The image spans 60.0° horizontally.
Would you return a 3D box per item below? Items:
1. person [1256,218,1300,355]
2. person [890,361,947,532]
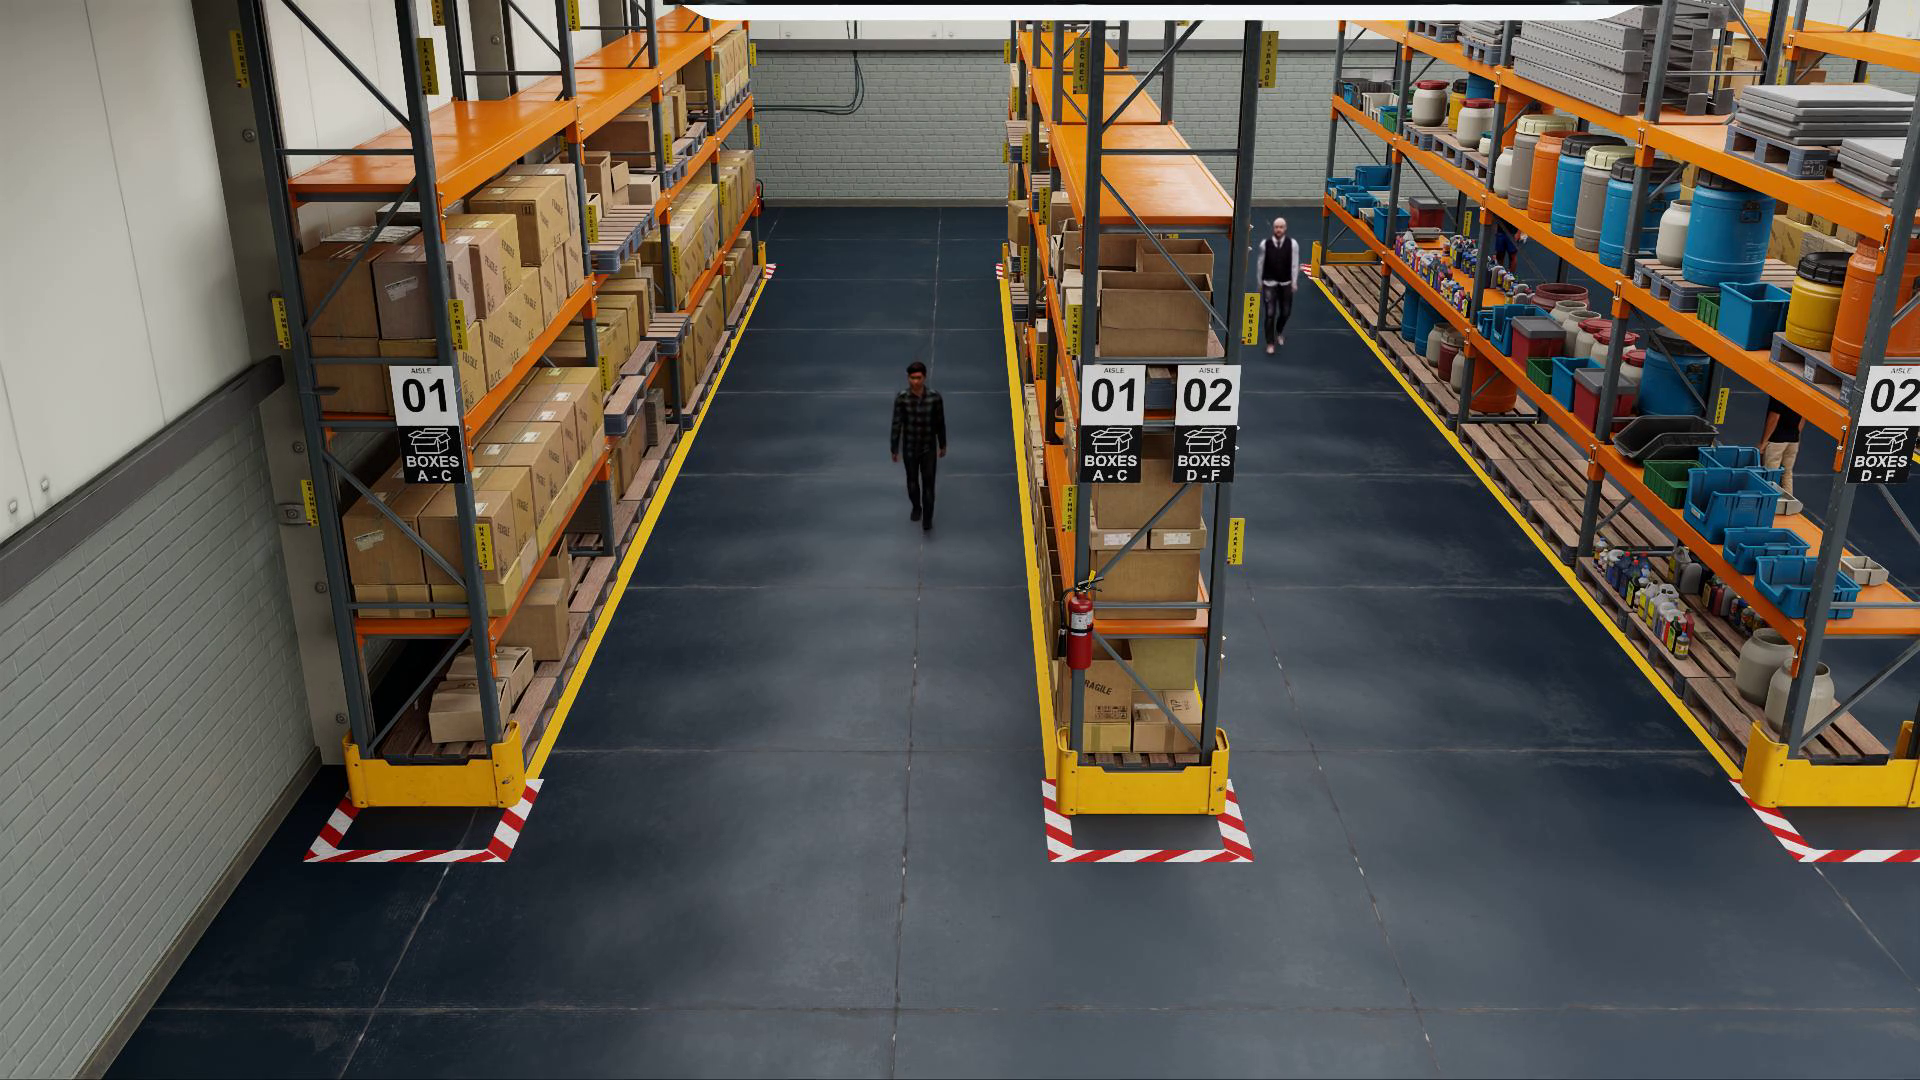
[{"bbox_3d":[4.212,-3.387,22.088,0.764,1.807,0.789,3,22,8],"label":"person"},{"bbox_3d":[-0.389,-0.959,16.408,0.736,1.682,1.026,1,22,2],"label":"person"}]
